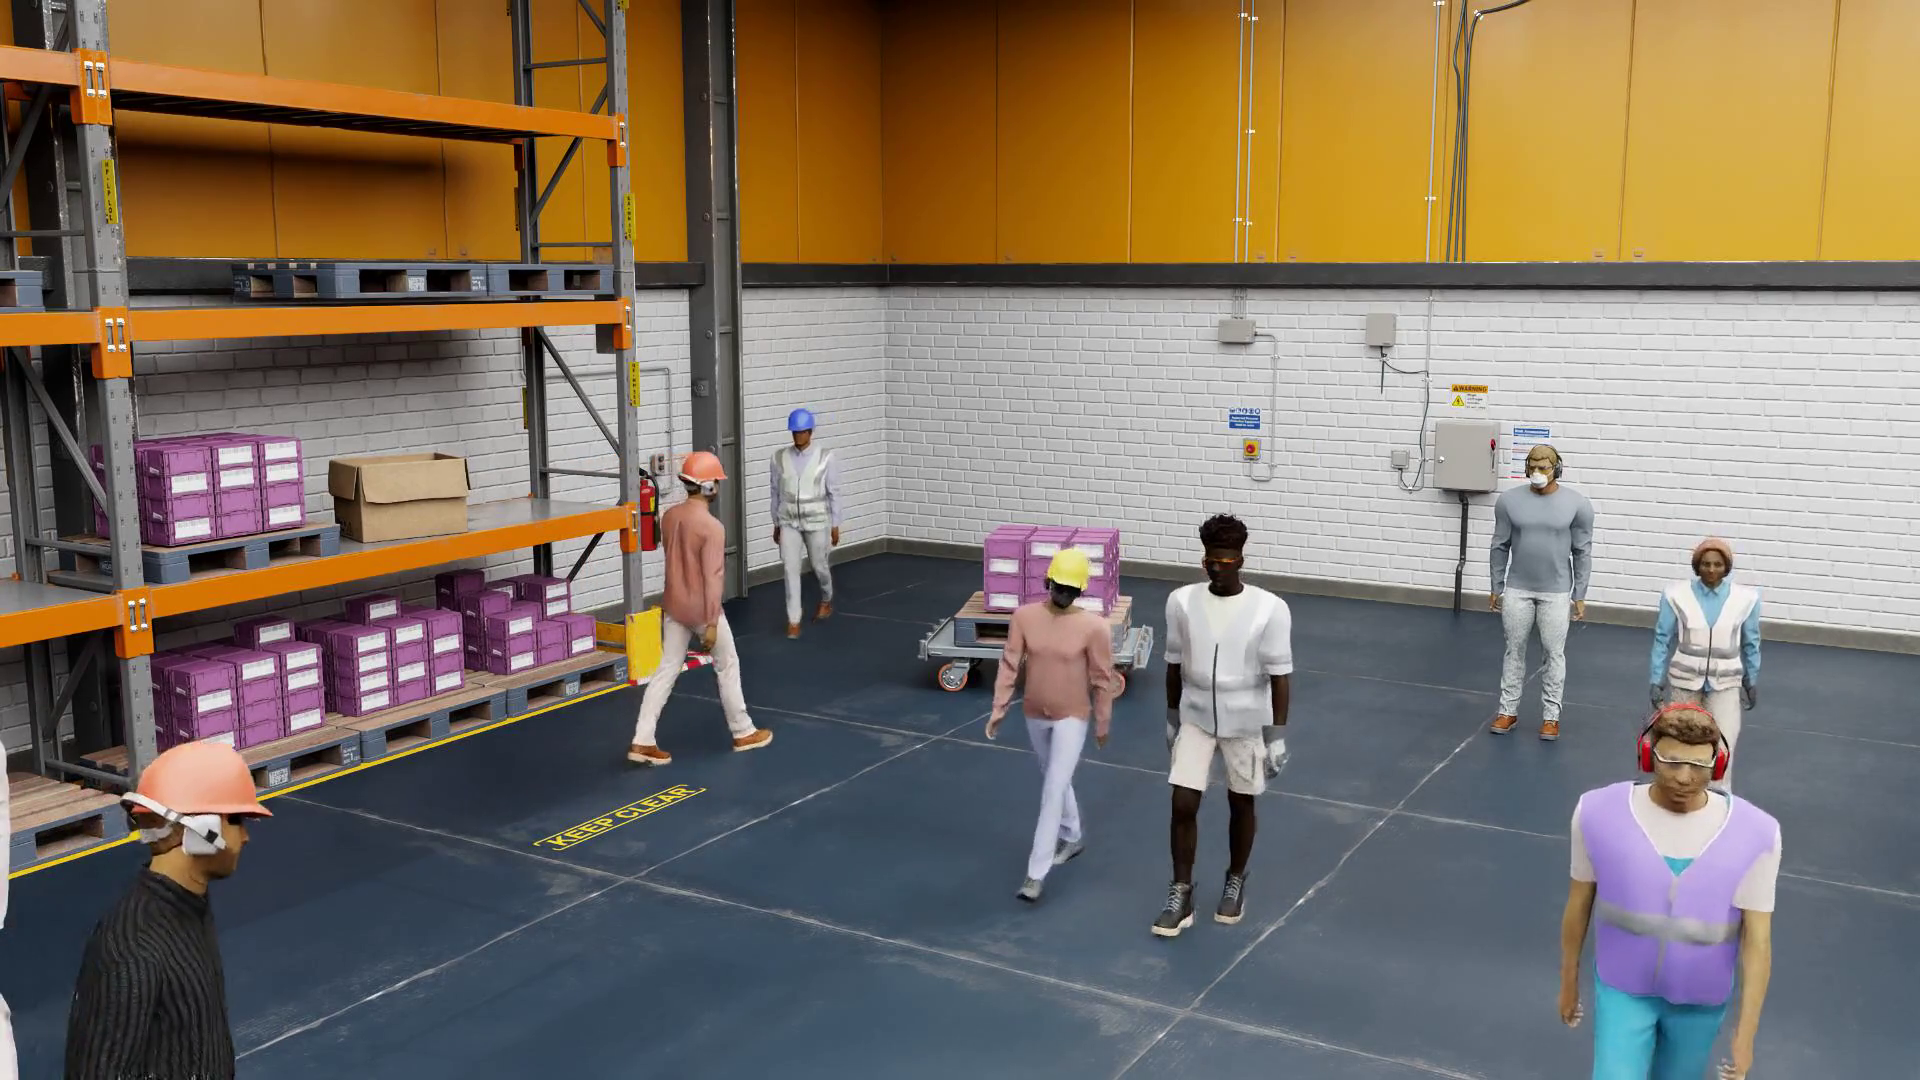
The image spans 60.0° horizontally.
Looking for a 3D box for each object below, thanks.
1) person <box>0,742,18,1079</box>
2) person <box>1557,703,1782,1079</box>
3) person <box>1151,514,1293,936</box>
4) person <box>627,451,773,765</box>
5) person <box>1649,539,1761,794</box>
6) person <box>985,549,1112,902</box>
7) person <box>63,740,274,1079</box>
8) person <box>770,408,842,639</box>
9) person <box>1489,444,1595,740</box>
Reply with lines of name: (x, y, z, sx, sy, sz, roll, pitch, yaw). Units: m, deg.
person: (-3.418, 1.208, 5.499, 0.652, 1.906, 0.403, 5, 11, 30)
person: (2.035, 1.370, 4.796, 0.562, 1.801, 0.892, 3, 10, 17)
person: (1.183, 0.857, 7.565, 0.637, 1.937, 0.785, 4, 10, 23)
person: (-1.663, 0.419, 10.314, 0.614, 1.948, 1.018, 8, 12, 41)
person: (3.981, 0.807, 8.901, 0.550, 1.604, 0.775, 4, 10, 22)
person: (0.465, 0.879, 8.203, 0.542, 1.702, 0.918, 5, 10, 29)
person: (-1.886, 1.445, 3.874, 0.673, 1.944, 0.635, -3, 10, -19)
person: (-1.294, -0.172, 14.087, 0.615, 1.922, 0.872, 1, 9, 8)
person: (3.771, 0.335, 10.850, 0.635, 1.937, 0.352, 5, 11, 30)
